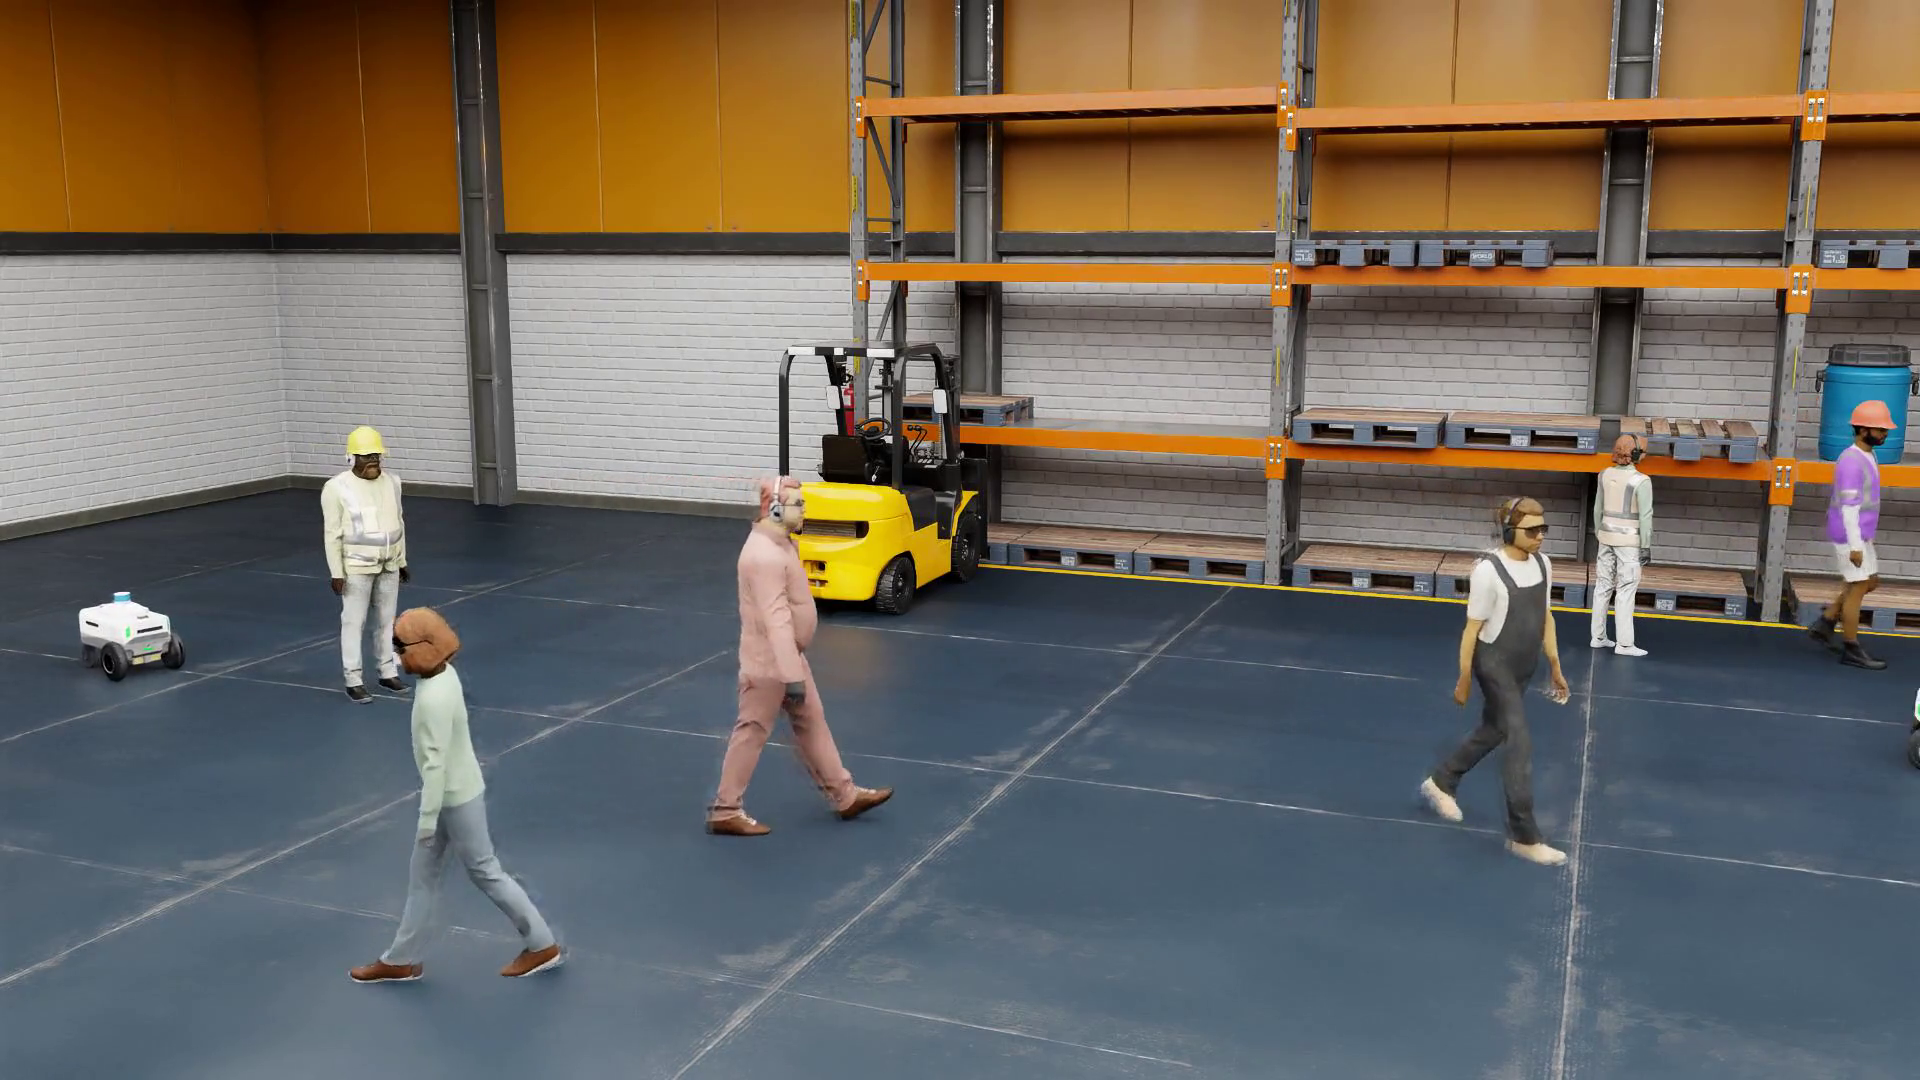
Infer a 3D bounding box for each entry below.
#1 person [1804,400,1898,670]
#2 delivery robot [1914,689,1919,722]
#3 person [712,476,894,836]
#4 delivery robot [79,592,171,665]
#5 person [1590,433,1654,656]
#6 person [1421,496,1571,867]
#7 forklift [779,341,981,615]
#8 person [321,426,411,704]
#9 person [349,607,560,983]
[{"bbox_3d":[6.420,-0.044,11.876,0.512,1.925,0.600,8,13,37],"label":"person"},{"bbox_3d":[5.872,1.021,9.509,0.707,0.478,0.477,7,12,32],"label":"delivery robot"},{"bbox_3d":[-0.837,0.601,8.491,0.954,1.856,0.659,0,10,1],"label":"person"},{"bbox_3d":[-5.916,0.611,11.773,0.707,0.478,0.477,7,12,36],"label":"delivery robot"},{"bbox_3d":[4.876,0.034,12.249,0.307,1.639,0.525,-4,11,-22],"label":"person"},{"bbox_3d":[2.687,0.650,8.379,0.506,1.810,0.942,-8,13,-37],"label":"person"},{"bbox_3d":[-0.739,-0.602,14.246,1.214,2.155,2.313,4,11,21],"label":"forklift"},{"bbox_3d":[-3.909,0.156,11.034,0.404,1.829,0.600,7,12,35],"label":"person"},{"bbox_3d":[-2.063,1.044,6.780,0.840,1.583,0.507,-3,11,-17],"label":"person"}]
